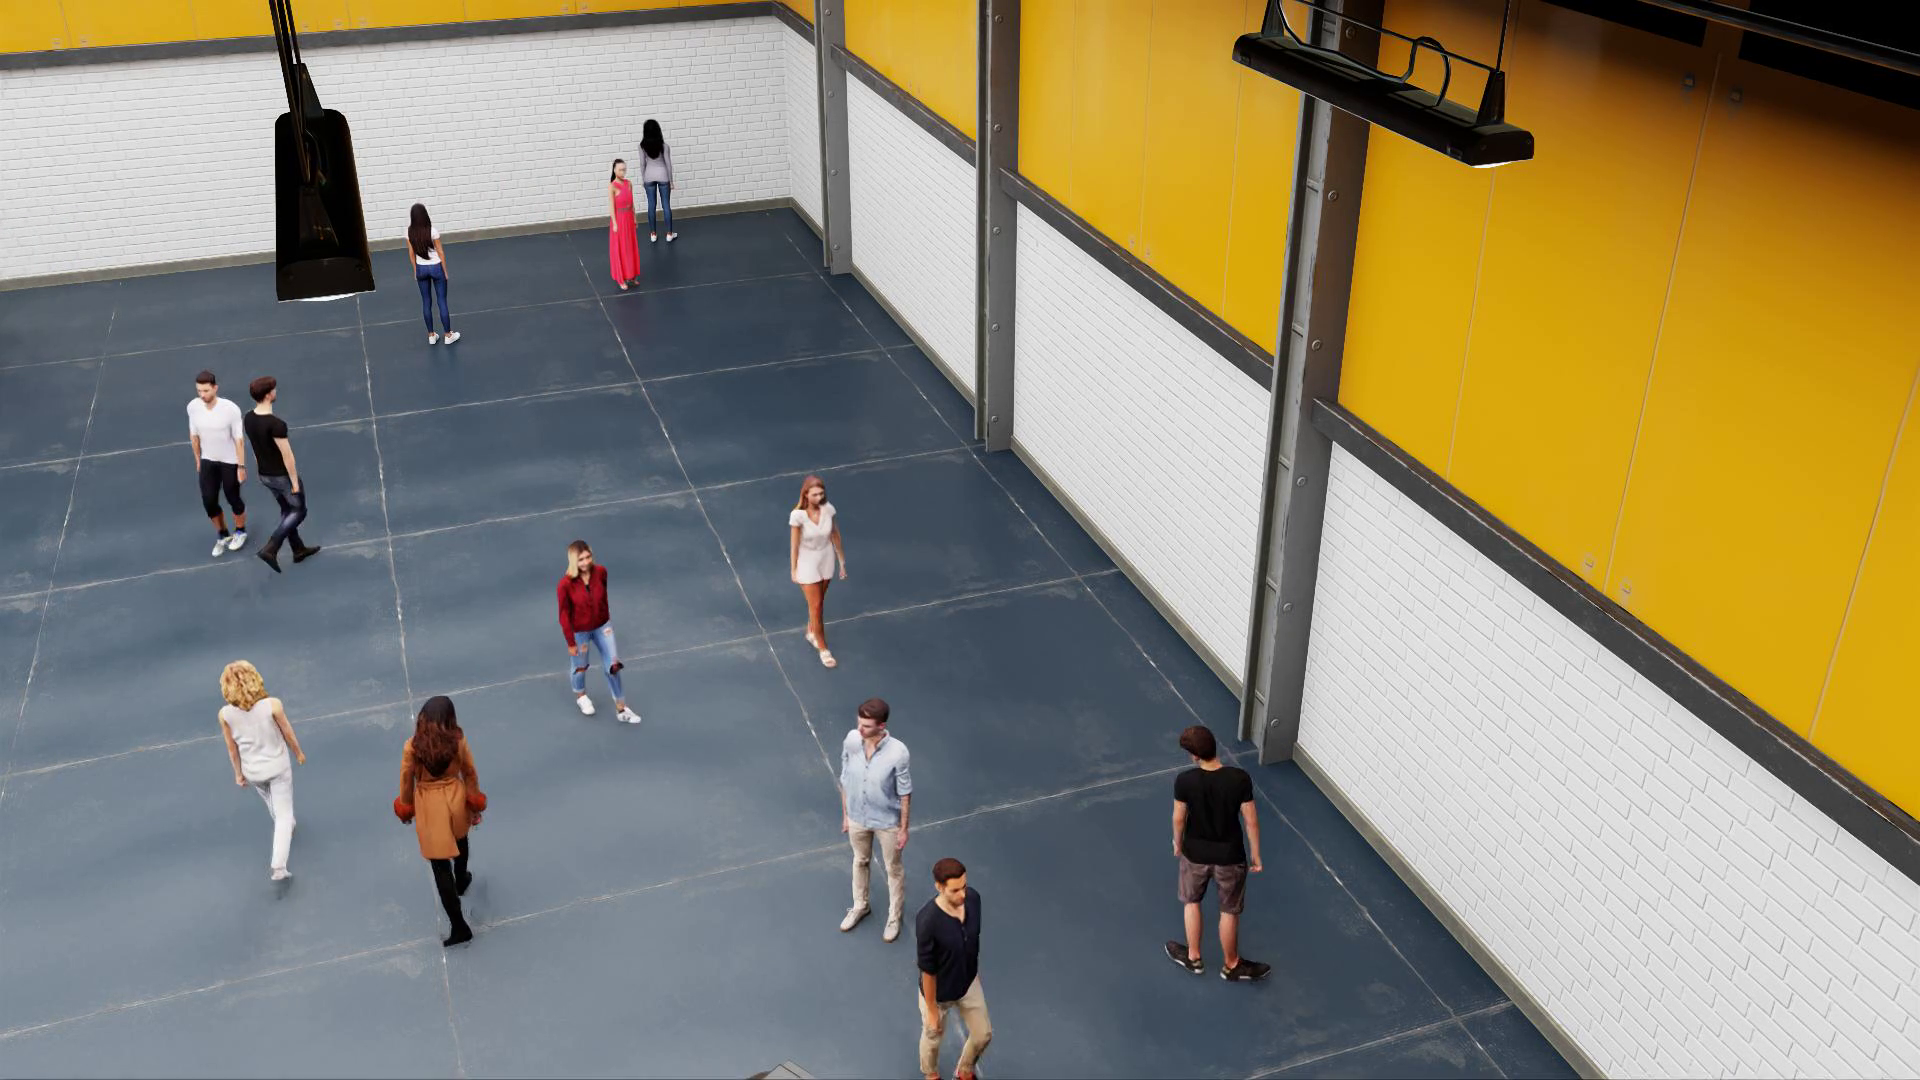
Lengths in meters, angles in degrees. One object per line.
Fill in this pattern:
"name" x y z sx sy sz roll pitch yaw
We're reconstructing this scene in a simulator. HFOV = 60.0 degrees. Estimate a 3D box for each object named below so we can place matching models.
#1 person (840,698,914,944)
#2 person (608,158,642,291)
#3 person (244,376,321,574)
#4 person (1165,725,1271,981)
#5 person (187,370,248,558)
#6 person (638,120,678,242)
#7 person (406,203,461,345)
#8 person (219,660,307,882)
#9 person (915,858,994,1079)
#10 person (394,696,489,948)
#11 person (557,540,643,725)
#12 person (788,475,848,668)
"person" -0.546 1.802 10.917 0.729 1.847 0.783 12 31 20
"person" -4.468 -4.198 22.043 0.740 1.726 0.715 20 34 32
"person" -6.297 -0.561 15.215 1.042 1.880 1.082 14 32 24
"person" 1.656 2.018 10.541 0.916 1.828 0.827 10 30 17
"person" -6.917 -0.783 15.670 0.805 1.834 0.816 1 29 2
"person" -4.332 -5.133 23.747 0.681 1.735 0.647 0 29 1
"person" -6.447 -3.241 20.240 0.667 1.772 0.668 3 29 5
"person" -4.803 1.603 11.497 0.761 1.641 1.107 -3 29 -6
"person" -0.121 2.524 9.601 0.712 1.840 0.731 -19 34 -31
"person" -3.399 1.852 10.989 0.838 1.691 1.081 -19 34 -30
"person" -2.987 0.696 13.202 0.817 1.601 1.006 -23 36 -35
"person" -1.256 0.176 14.078 0.689 1.675 0.912 -17 33 -28
